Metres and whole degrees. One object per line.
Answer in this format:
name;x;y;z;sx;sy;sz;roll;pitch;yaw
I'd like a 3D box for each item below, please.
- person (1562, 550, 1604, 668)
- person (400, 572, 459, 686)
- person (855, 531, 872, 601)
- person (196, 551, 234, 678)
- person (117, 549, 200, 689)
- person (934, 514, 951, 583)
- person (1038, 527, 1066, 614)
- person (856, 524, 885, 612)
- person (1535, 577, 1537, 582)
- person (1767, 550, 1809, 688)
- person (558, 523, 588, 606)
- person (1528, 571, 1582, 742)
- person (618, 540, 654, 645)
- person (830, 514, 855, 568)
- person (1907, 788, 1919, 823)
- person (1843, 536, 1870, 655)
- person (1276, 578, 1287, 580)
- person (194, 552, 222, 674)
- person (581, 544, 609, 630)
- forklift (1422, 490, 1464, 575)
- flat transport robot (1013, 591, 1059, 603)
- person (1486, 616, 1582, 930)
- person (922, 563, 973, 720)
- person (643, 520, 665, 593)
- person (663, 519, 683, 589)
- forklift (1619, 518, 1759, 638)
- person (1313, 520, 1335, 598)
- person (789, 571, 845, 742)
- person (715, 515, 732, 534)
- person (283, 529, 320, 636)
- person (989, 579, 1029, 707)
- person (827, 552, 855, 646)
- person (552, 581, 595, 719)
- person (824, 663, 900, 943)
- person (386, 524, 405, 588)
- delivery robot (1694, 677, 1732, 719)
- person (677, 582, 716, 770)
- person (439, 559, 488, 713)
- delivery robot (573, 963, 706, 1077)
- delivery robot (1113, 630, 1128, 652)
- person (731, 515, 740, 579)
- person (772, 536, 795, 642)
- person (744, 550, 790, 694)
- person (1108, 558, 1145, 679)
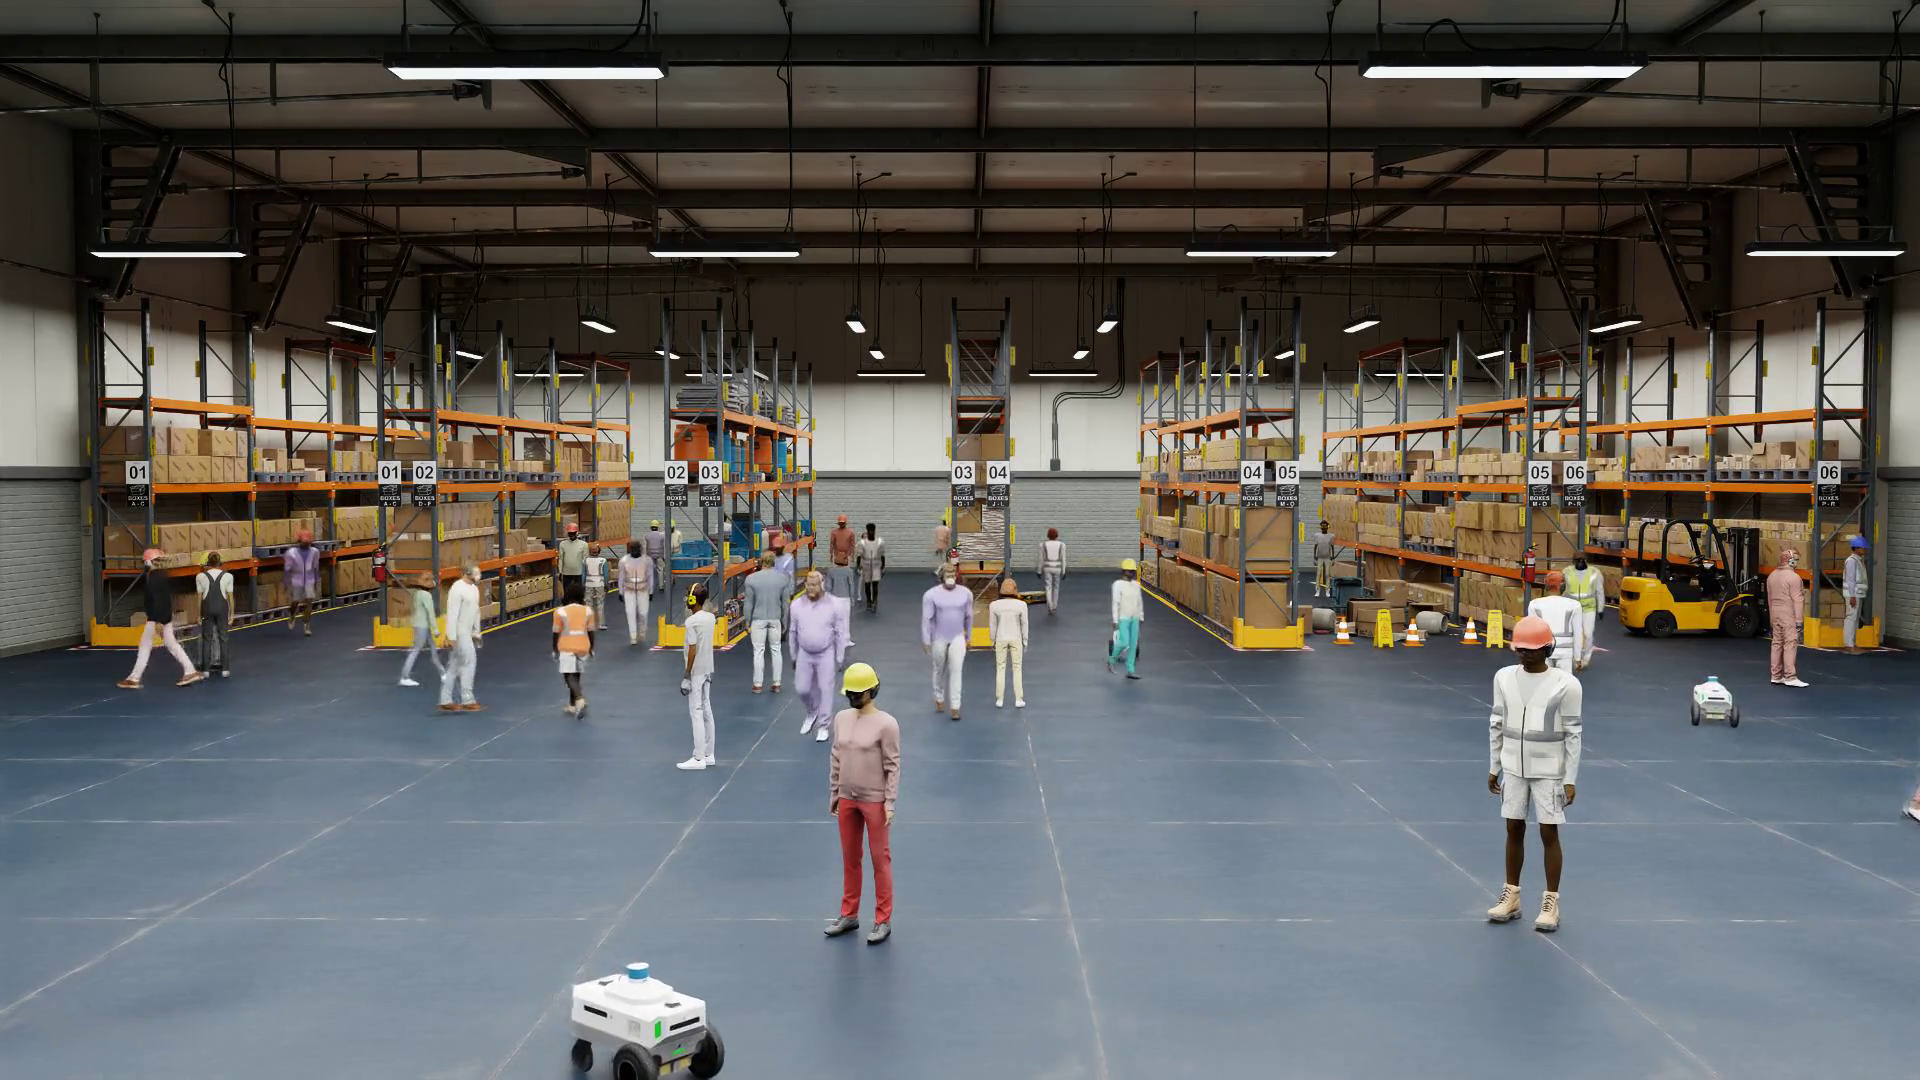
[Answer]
person;9.511;1.059;24.714;0.649;1.812;0.555;1;3;26
person;-7.486;1.243;22.719;0.862;1.583;0.527;-1;3;-30
person;-2.213;0.614;37.914;0.522;1.638;0.310;0;2;-9
person;-10.881;1.086;23.589;0.505;1.841;0.331;-1;3;-28
person;-11.126;1.086;22.479;1.043;1.934;0.634;-1;2;-13
person;-0.480;0.227;44.370;0.617;1.904;0.614;2;3;44
person;1.955;0.656;34.293;0.584;1.856;0.892;0;2;1
person;-1.944;0.591;35.173;0.619;1.914;1.016;0;2;-2
person;12.869;0.623;36.531;0.320;1.737;0.483;-1;3;-25
person;11.601;1.090;22.607;0.410;1.909;0.642;0;2;-8
person;-7.782;0.654;32.471;0.609;1.996;0.379;0;2;0
person;6.605;1.288;17.937;0.575;1.881;0.356;1;3;26
person;-5.658;0.910;28.201;0.625;1.831;0.445;0;2;-11
person;-2.905;0.363;39.836;0.623;1.989;0.401;0;2;1
person;8.273;1.488;13.196;0.650;1.860;1.006;-1;3;-26
person;14.791;0.909;26.649;0.404;1.945;0.616;2;3;39
person;9.130;0.165;45.663;0.383;1.927;0.543;2;3;34
person;-11.236;1.080;24.096;0.513;1.804;0.677;-1;3;-29
person;-6.947;0.898;30.755;0.525;1.639;0.307;0;2;3
forklift;13.926;-0.371;47.846;1.873;2.768;1.129;0;2;0
flat transport robot;1.647;1.324;37.543;0.652;0.197;1.431;2;3;35
person;3.738;1.506;10.562;0.604;2.034;0.386;2;3;43
person;-0.159;1.217;19.810;0.646;1.886;1.030;0;2;-9
person;-7.681;0.410;40.648;0.600;1.830;0.404;-1;2;-13
person;-7.563;0.350;42.340;0.591;1.818;0.658;-1;2;-20
forklift;13.417;0.684;29.791;2.313;2.155;1.214;0;2;0
person;8.807;0.454;39.089;0.509;1.872;0.328;0;2;10
person;-1.591;1.285;17.945;0.660;1.894;0.423;0;2;9
person;-6.855;0.144;46.917;0.537;1.867;0.314;0;2;-5
person;-12.250;0.764;29.996;0.635;1.991;0.968;-1;3;-33
person;0.624;1.307;20.539;0.500;1.633;0.282;0;2;7
person;-2.045;1.016;27.871;0.507;1.633;0.278;1;2;19
person;-4.651;1.334;19.560;0.535;1.668;0.801;-2;3;-35
person;-0.624;1.654;10.266;0.523;1.761;0.323;1;3;33
person;-12.456;0.577;35.813;0.472;1.884;0.724;1;2;18
delivery robot;8.940;1.867;19.176;0.477;0.478;0.707;1;2;18
person;-2.653;1.360;16.271;0.328;1.872;0.513;1;2;18
person;-6.139;1.195;20.072;0.722;1.897;0.662;0;2;-2
delivery robot;-1.571;2.316;7.886;0.707;0.478;0.477;2;3;41
delivery robot;2.651;1.595;26.021;0.477;0.478;0.707;0;2;4
person;-6.273;0.161;46.168;0.626;1.891;0.628;-2;3;-34
person;-3.210;0.878;28.361;0.551;1.869;1.029;1;2;15
person;-2.615;1.107;21.878;0.623;1.934;0.361;-1;2;-24
person;2.427;1.132;23.448;0.533;1.752;0.417;-2;3;-39
